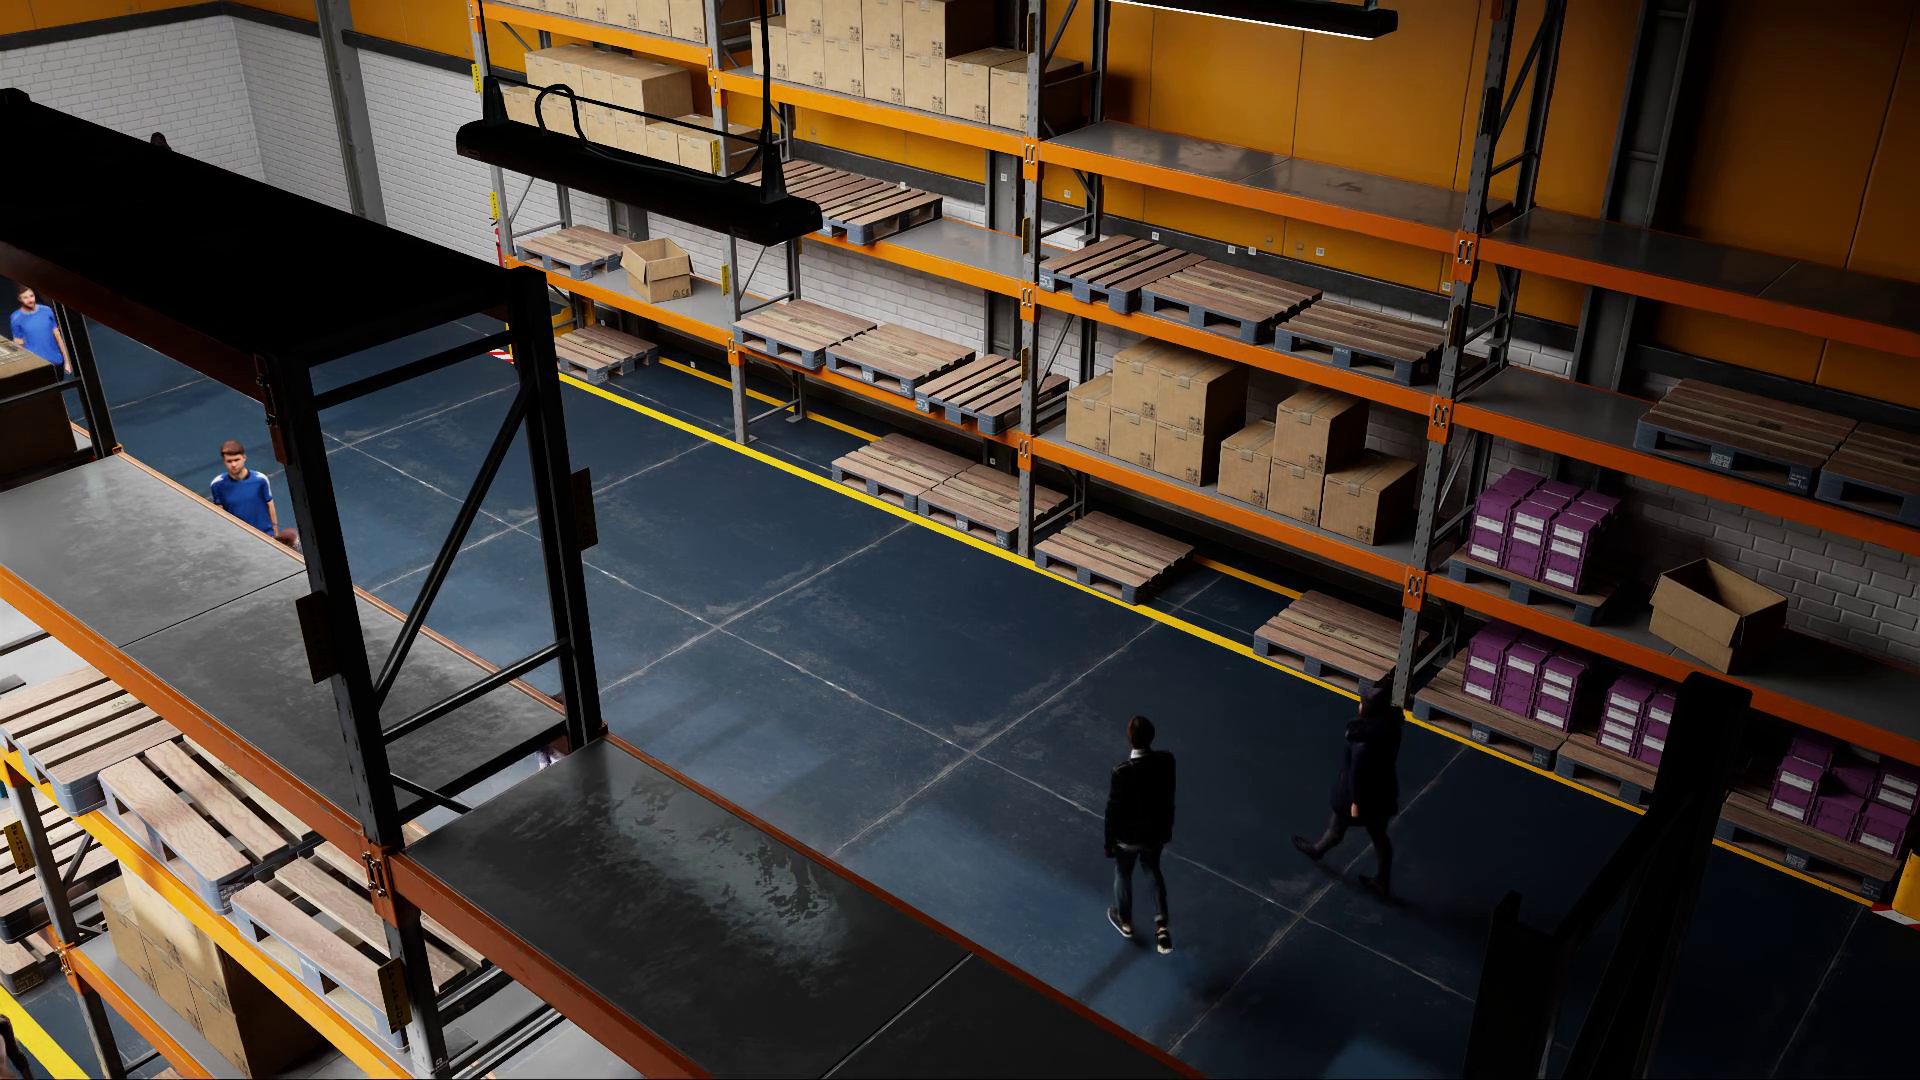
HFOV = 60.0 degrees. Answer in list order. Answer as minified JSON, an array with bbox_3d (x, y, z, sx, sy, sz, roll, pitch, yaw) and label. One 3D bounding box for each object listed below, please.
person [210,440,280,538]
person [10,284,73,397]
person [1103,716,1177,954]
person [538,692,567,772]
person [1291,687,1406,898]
[{"bbox_3d":[-6.233,-0.026,14.637,0.725,1.866,0.711,-13,31,-23],"label":"person"},{"bbox_3d":[-10.017,-1.934,18.176,1.196,1.826,0.605,22,36,35],"label":"person"},{"bbox_3d":[1.228,1.987,11.009,0.955,1.807,1.074,-9,30,-16],"label":"person"},{"bbox_3d":[-2.771,1.711,11.777,0.624,1.556,0.693,-20,35,-32],"label":"person"},{"bbox_3d":[2.903,1.782,11.559,1.021,1.639,0.725,25,38,38],"label":"person"}]
